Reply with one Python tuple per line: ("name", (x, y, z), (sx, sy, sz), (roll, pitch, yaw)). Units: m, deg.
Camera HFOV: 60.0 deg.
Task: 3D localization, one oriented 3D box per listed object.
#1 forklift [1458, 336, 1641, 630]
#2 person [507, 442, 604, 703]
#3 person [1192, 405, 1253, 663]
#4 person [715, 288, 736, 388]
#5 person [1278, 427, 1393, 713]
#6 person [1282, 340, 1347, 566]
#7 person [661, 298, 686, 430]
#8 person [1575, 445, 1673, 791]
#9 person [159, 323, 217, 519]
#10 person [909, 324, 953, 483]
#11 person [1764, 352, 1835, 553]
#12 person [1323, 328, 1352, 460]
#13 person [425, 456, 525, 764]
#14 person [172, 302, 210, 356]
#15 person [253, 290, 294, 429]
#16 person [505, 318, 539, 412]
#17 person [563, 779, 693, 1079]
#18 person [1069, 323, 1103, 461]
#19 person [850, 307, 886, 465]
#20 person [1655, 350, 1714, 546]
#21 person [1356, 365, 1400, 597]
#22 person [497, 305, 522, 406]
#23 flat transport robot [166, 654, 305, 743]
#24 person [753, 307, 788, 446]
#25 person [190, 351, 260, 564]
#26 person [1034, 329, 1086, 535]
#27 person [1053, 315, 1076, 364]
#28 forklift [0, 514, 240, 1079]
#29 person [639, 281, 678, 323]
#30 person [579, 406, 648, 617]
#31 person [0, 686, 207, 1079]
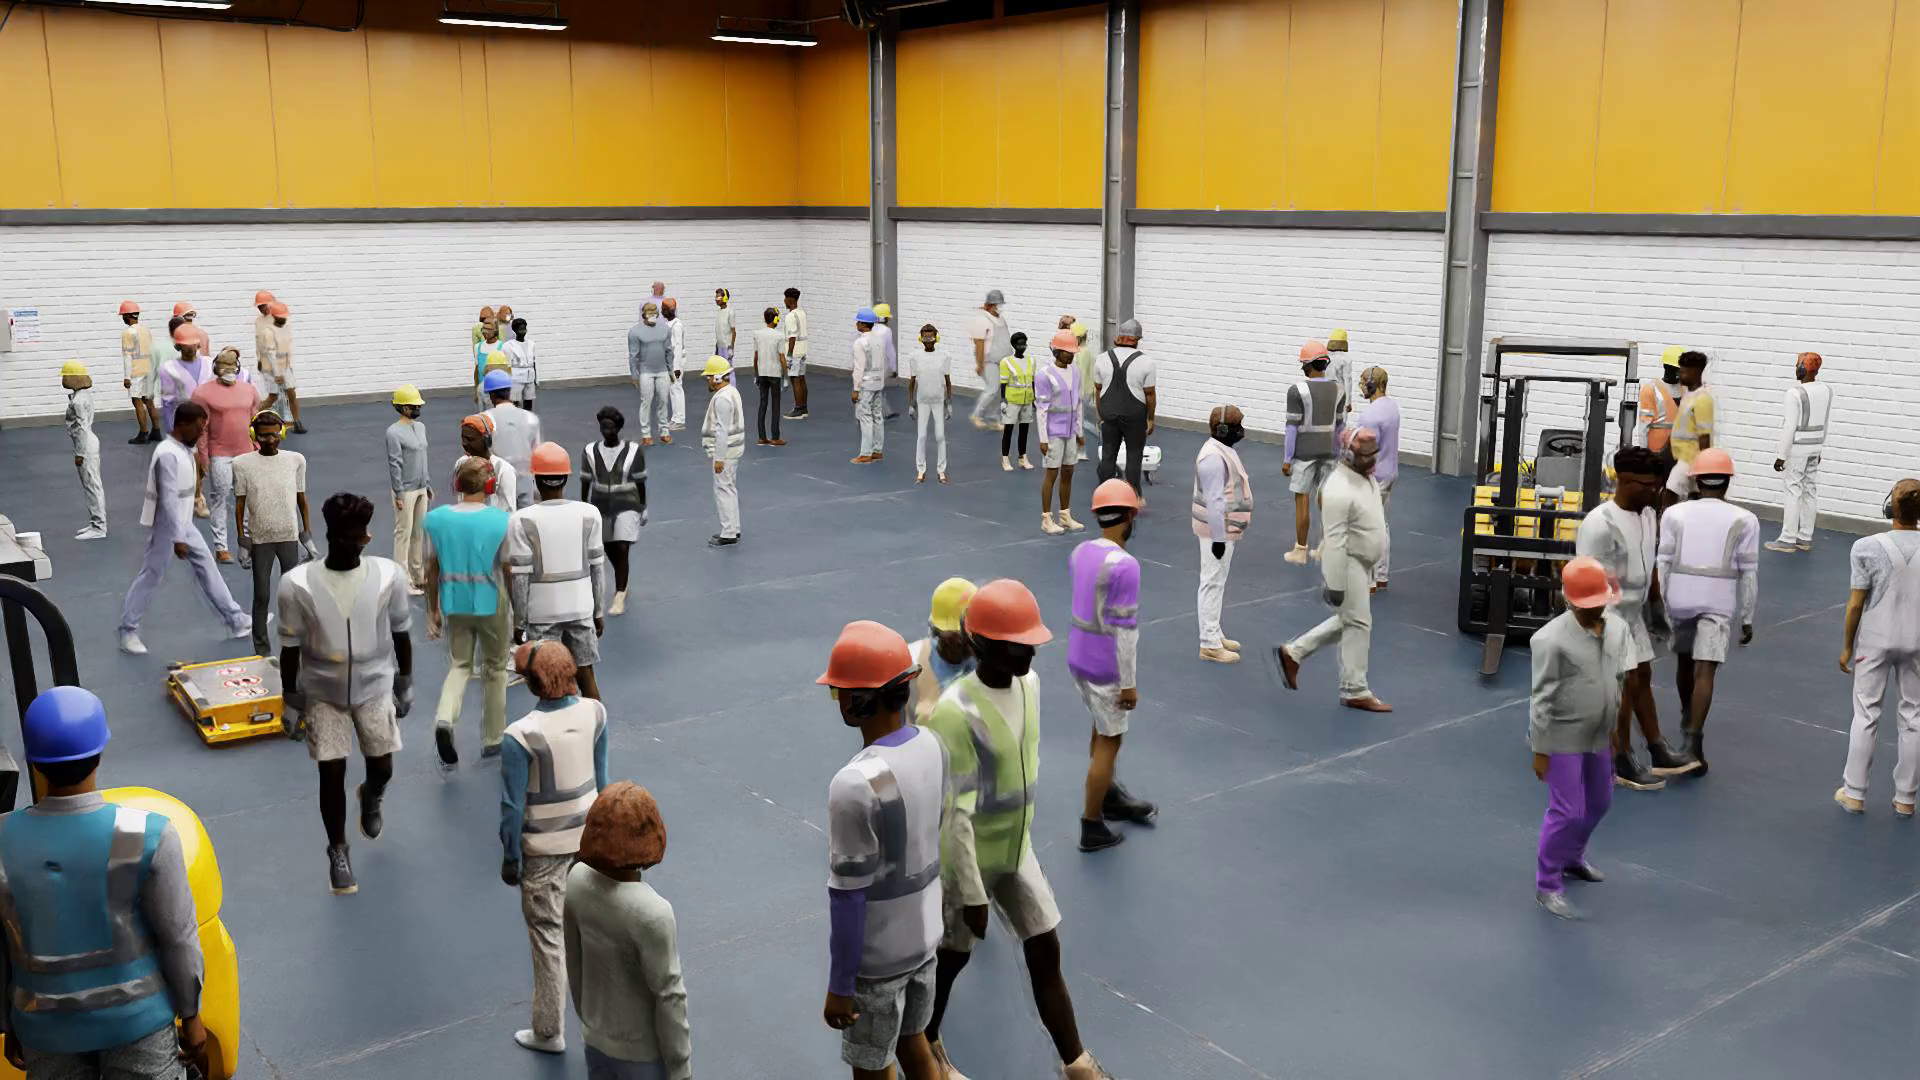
("forklift", (4.683, -0.471, 13.136), (1.214, 2.155, 2.313), (4, 12, 20))
("person", (-2.310, 0.403, 9.540), (0.547, 1.938, 0.379), (-7, 13, -29))
("person", (1.889, -0.056, 11.988), (0.430, 1.845, 0.619), (3, 12, 13))
("person", (-3.745, -3.058, 26.416), (0.327, 1.874, 0.520), (-9, 15, -37))
("person", (2.452, 0.179, 10.763), (0.715, 1.880, 0.661), (6, 13, 25))
("person", (3.181, -0.784, 15.060), (0.601, 2.035, 0.417), (-5, 13, -25))
("person", (-4.095, -2.511, 23.758), (0.359, 1.880, 0.575), (-5, 13, -23))
("person", (3.816, 0.427, 9.417), (0.815, 1.931, 0.623), (11, 16, 43))
("person", (-7.985, -1.248, 17.307), (0.636, 2.022, 0.620), (10, 16, 41))
("person", (-0.340, -1.582, 19.326), (0.510, 1.861, 0.323), (0, 12, -1))
("person", (7.871, -0.819, 15.577), (0.574, 1.883, 0.356), (-6, 13, -27))
("person", (4.555, -1.697, 20.184), (0.322, 1.737, 0.488), (-9, 15, -37))
("person", (-2.842, 0.432, 9.691), (0.593, 1.818, 0.678), (2, 12, 8))
("person", (-9.860, -2.059, 21.334), (0.410, 1.980, 0.632), (3, 12, 14))
("person", (-9.836, -2.570, 23.781), (0.616, 1.983, 0.404), (6, 13, 26))
("person", (-5.918, -2.150, 22.452), (0.317, 1.695, 0.540), (9, 15, 37))
("person", (-0.974, 1.502, 4.960), (0.507, 1.636, 0.274), (11, 16, 42))
("person", (1.599, -1.842, 20.852), (0.572, 1.735, 0.560), (2, 12, 8))
("person", (-1.141, -1.910, 20.677), (0.376, 1.950, 0.614), (6, 13, 28))
("person", (6.510, -0.759, 15.167), (0.912, 1.920, 0.614), (4, 12, 18))
("person", (3.462, -0.493, 13.907), (0.376, 1.928, 0.636), (7, 14, 30))
("person", (-7.283, -2.931, 26.443), (0.616, 1.608, 0.497), (8, 14, 33))
("flat transport robot", (-4.661, 0.990, 10.751), (0.652, 0.197, 1.431), (-8, 14, -33))
("person", (-2.521, -2.176, 22.206), (0.526, 1.857, 0.347), (5, 13, 25))
("person", (-6.645, -0.762, 15.178), (0.371, 1.934, 0.627), (10, 15, 39))
("person", (1.007, -1.060, 16.396), (0.611, 2.030, 0.410), (-11, 16, -43))
("person", (1.488, -2.394, 23.775), (0.314, 1.639, 0.515), (1, 12, 5))
("forklift", (-3.687, 1.115, 5.480), (2.313, 2.155, 1.214), (-9, 15, -36))
("person", (-5.100, -3.429, 28.147), (0.683, 1.891, 0.431), (-3, 12, -14))
("person", (-2.789, -0.276, 13.486), (0.538, 1.665, 0.839), (1, 12, 5))
("person", (-2.502, 1.371, 4.832), (0.605, 1.951, 0.380), (-1, 12, -7))
